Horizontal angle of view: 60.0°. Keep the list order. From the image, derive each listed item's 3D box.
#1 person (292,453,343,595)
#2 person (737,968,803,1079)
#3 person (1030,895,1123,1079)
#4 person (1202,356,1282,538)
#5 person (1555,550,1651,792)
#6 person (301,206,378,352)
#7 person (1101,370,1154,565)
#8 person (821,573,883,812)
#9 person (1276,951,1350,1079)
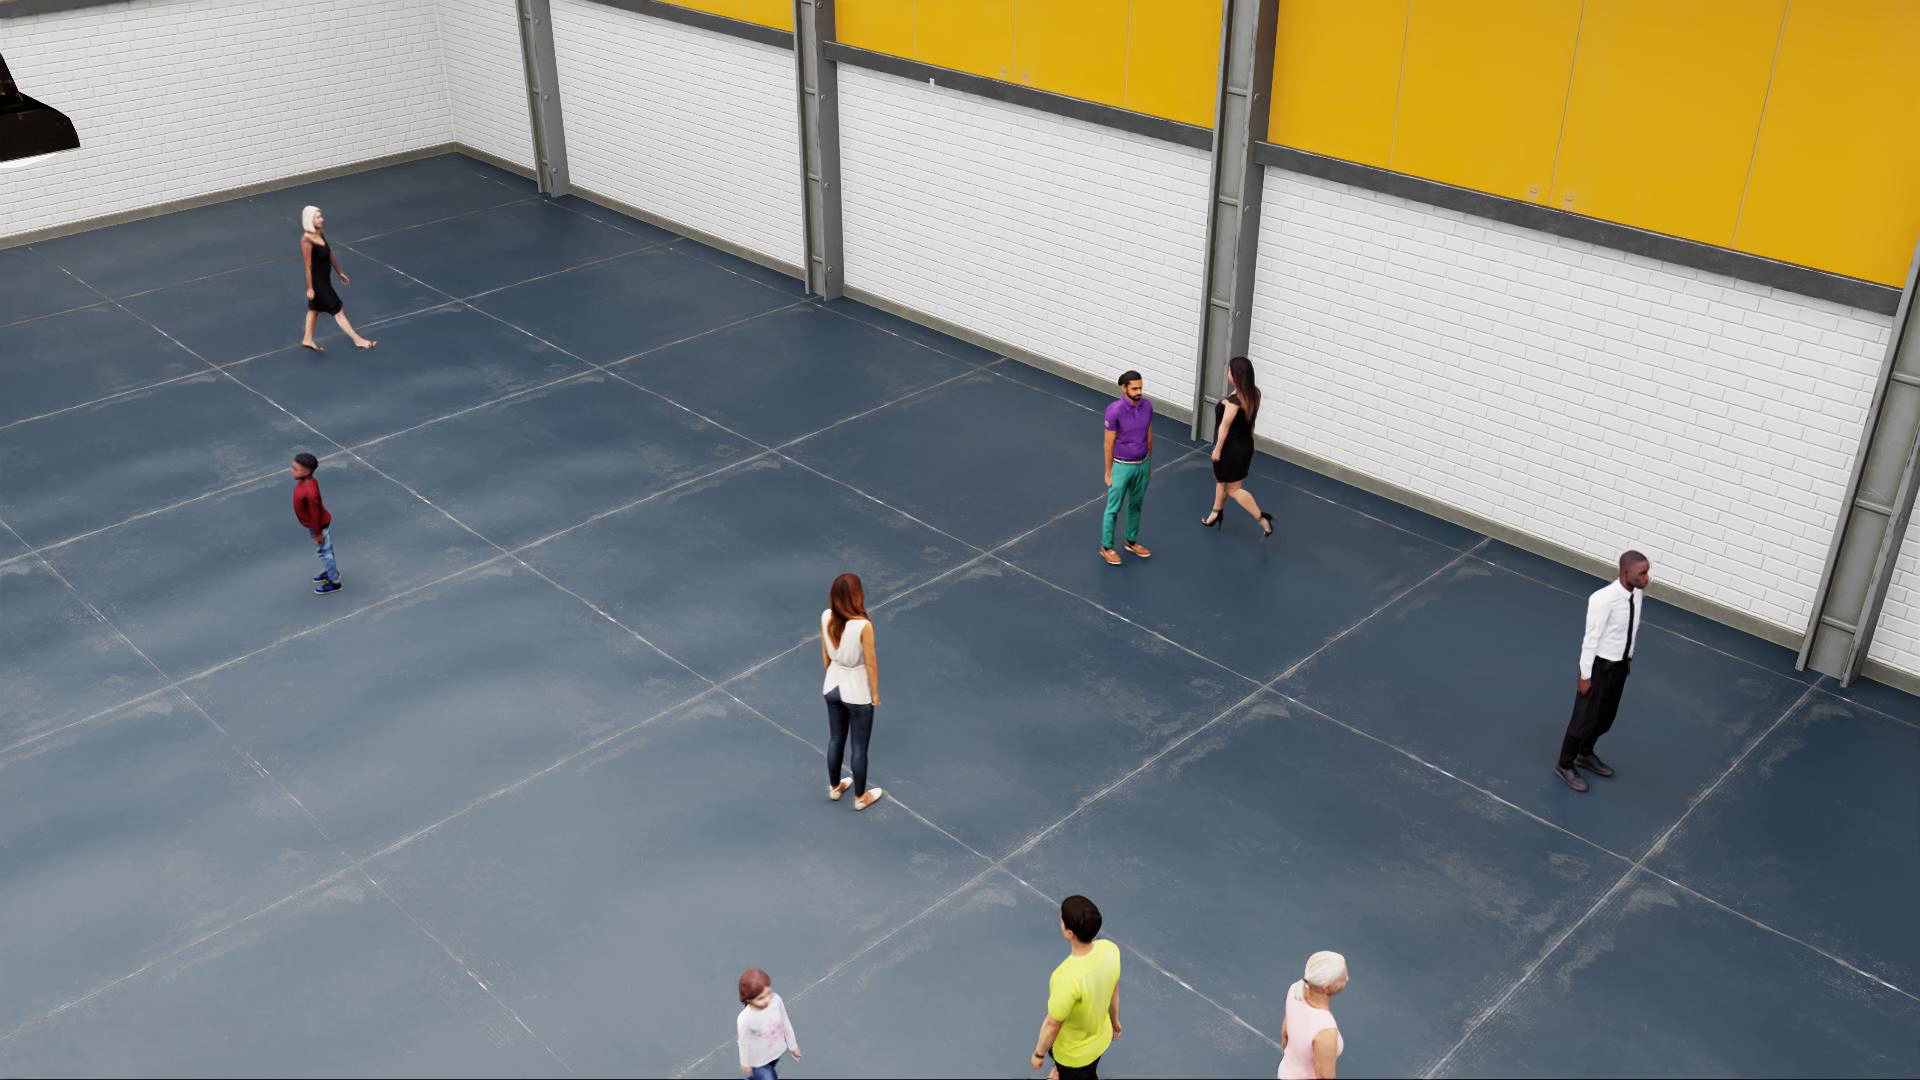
[{"bbox_3d":[-5.378,-0.159,13.923,0.628,1.252,0.524,-11,30,-19],"label":"person"},{"bbox_3d":[-1.076,2.692,8.866,0.792,1.089,0.497,22,35,34],"label":"person"},{"bbox_3d":[0.680,2.577,8.477,1.101,1.664,0.725,21,35,33],"label":"person"},{"bbox_3d":[2.471,-0.750,14.547,1.060,1.693,0.784,18,33,30],"label":"person"},{"bbox_3d":[4.427,0.866,11.442,0.678,1.829,0.603,-17,33,-28],"label":"person"},{"bbox_3d":[-7.140,-2.826,18.354,1.114,1.690,1.063,-1,29,-1],"label":"person"},{"bbox_3d":[1.434,-0.643,14.274,0.678,1.767,0.645,-14,32,-24],"label":"person"},{"bbox_3d":[-0.756,1.023,11.202,0.533,1.783,0.686,17,33,28],"label":"person"},{"bbox_3d":[1.693,2.700,8.188,0.690,1.724,0.577,-9,30,-15],"label":"person"}]
